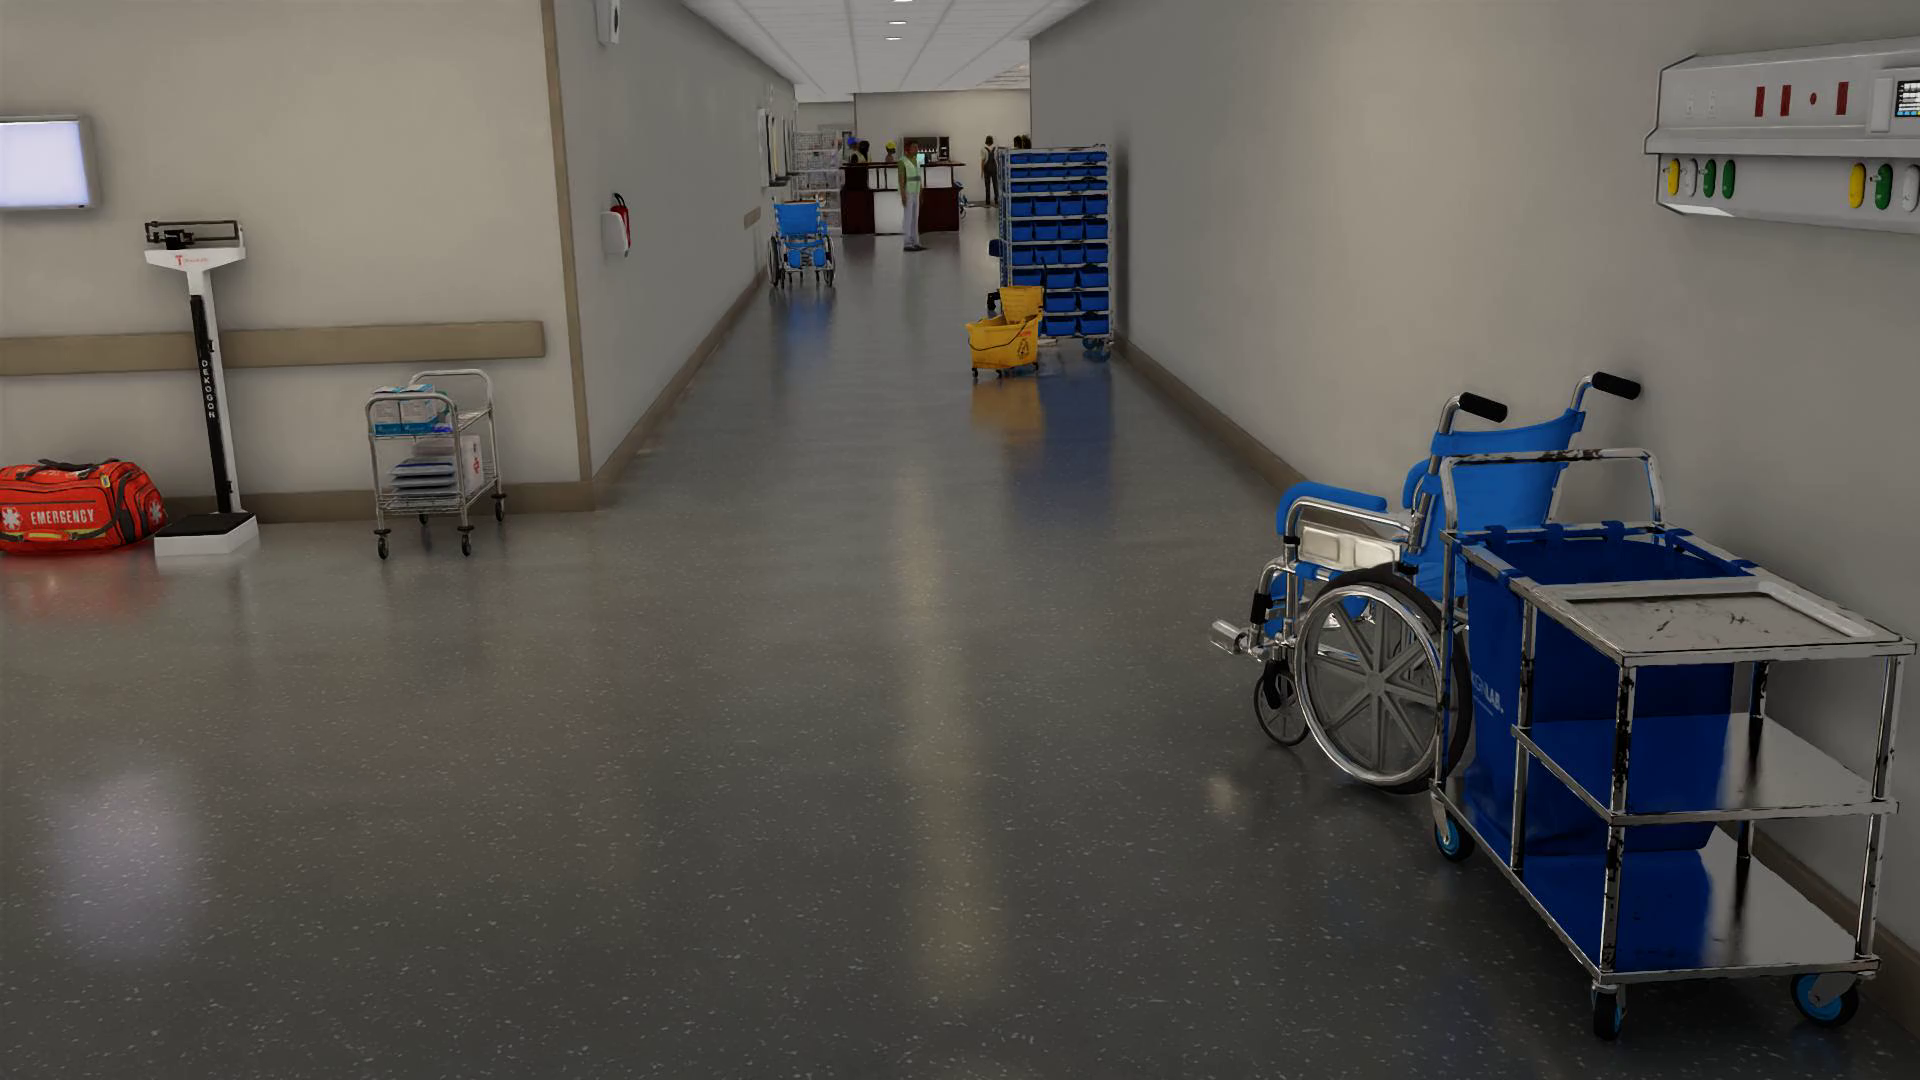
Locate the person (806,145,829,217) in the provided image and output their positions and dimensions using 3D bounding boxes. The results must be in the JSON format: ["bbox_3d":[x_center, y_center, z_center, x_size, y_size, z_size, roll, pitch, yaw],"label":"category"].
[{"bbox_3d":[-3.462,-8.714,40.430,0.563,1.742,0.361,-2,14,-2],"label":"person"}]

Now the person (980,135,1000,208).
[{"bbox_3d":[0.780,-9.486,42.878,0.506,1.846,0.350,-5,14,-13],"label":"person"}]

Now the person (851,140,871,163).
[{"bbox_3d":[-2.322,-8.595,39.670,0.431,1.809,0.678,9,18,38],"label":"person"}]

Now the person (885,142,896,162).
[{"bbox_3d":[-1.644,-8.678,40.019,0.312,1.768,0.530,-6,14,-16],"label":"person"}]

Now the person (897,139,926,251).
[{"bbox_3d":[-0.824,-5.731,27.672,0.403,1.836,0.566,6,16,29],"label":"person"}]
